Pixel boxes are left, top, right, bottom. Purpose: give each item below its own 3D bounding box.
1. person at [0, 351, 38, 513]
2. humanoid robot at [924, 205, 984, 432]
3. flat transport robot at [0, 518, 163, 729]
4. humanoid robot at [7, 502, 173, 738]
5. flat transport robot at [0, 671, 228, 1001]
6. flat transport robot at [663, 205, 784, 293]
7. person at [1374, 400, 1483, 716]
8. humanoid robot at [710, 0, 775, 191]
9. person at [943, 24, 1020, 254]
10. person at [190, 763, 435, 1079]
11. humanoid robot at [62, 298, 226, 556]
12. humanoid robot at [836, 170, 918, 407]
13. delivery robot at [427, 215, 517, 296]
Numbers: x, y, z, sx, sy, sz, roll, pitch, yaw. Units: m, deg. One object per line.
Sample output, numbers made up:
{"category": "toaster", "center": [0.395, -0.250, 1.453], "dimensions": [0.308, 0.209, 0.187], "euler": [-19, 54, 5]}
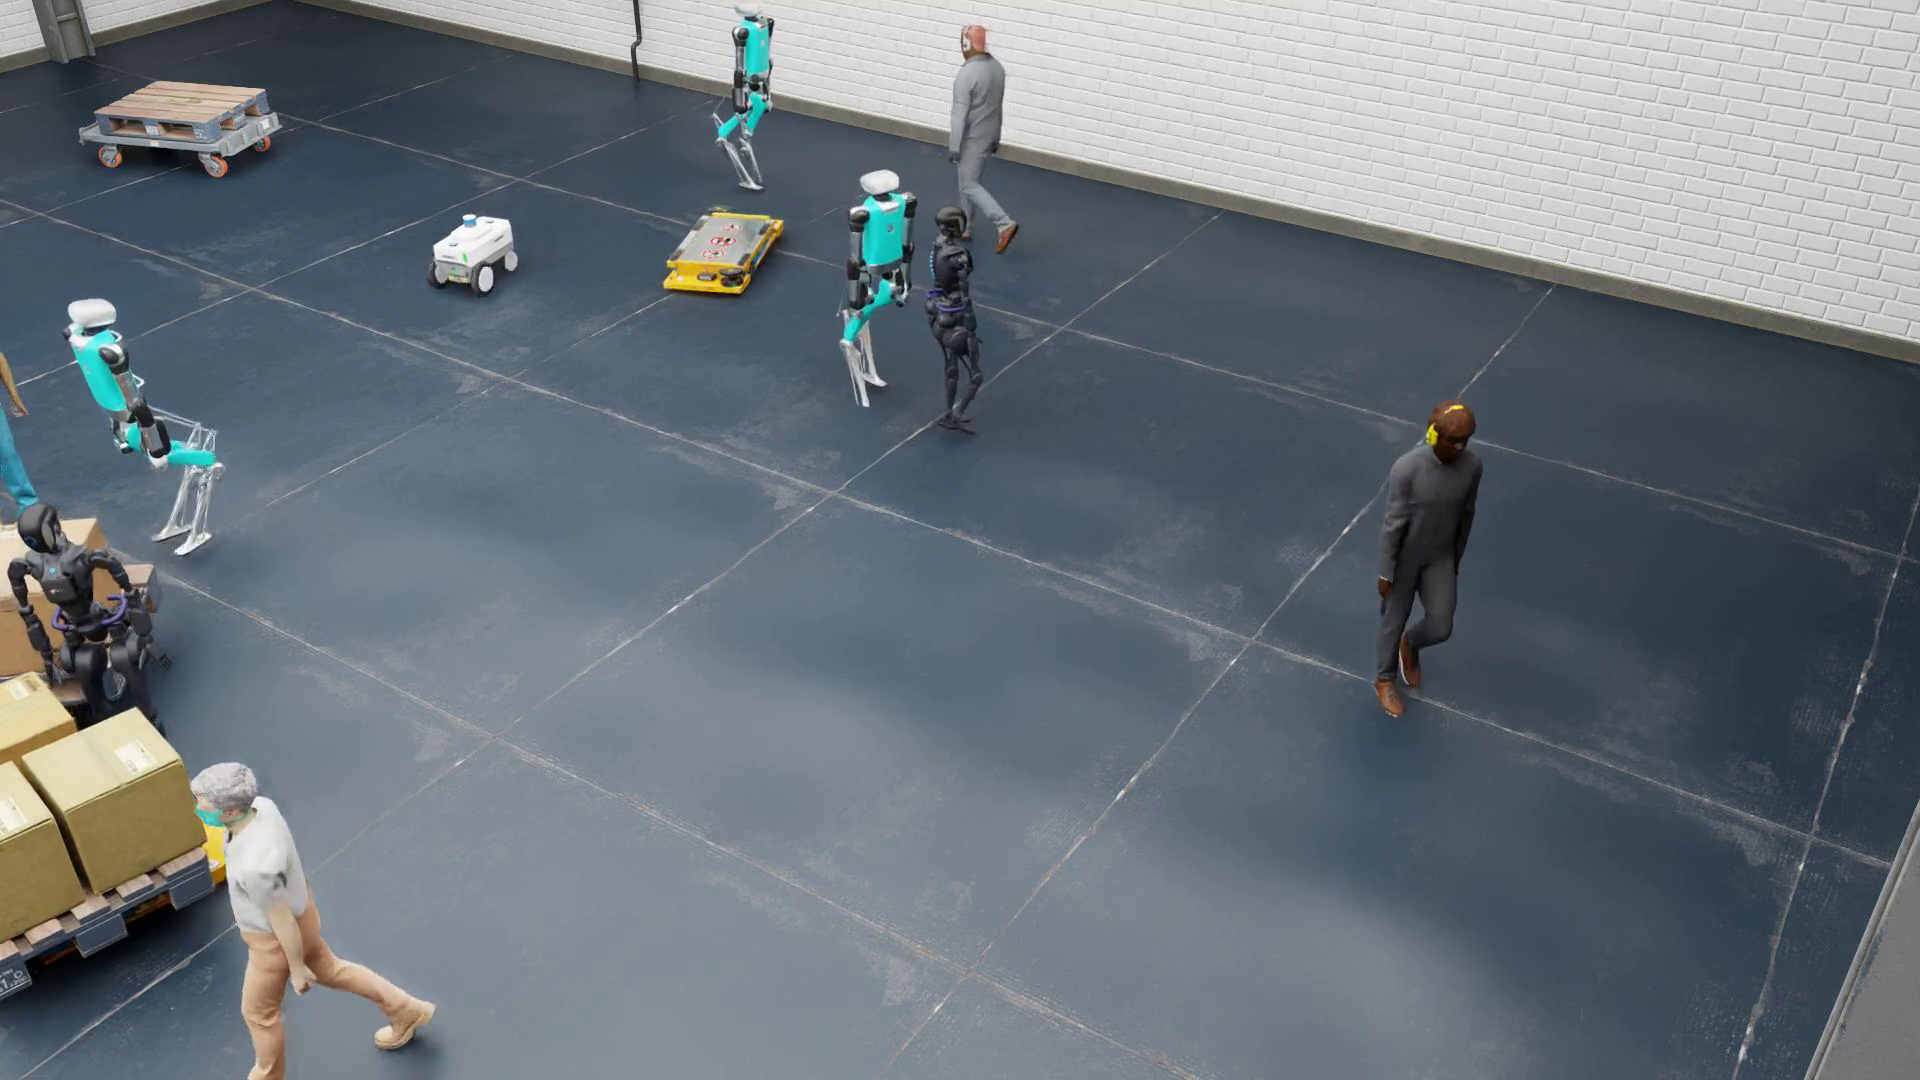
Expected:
{"category": "person", "center": [-6.017, -0.822, 10.083], "dimensions": [0.405, 1.840, 0.572], "euler": [26, 41, 34]}
{"category": "humanoid robot", "center": [-0.055, -1.505, 11.297], "dimensions": [0.344, 1.652, 0.603], "euler": [-14, 35, -20]}
{"category": "flat transport robot", "center": [-5.087, 0.722, 9.133], "dimensions": [0.659, 0.231, 1.431], "euler": [-5, 33, -8]}
{"category": "humanoid robot", "center": [-4.232, 0.488, 8.211], "dimensions": [0.608, 1.642, 0.426], "euler": [-4, 33, -7]}
{"category": "flat transport robot", "center": [-4.135, 1.637, 7.709], "dimensions": [1.431, 0.231, 0.659], "euler": [-28, 42, -36]}
{"category": "flat transport robot", "center": [-1.987, -2.463, 14.089], "dimensions": [0.659, 0.231, 1.431], "euler": [5, 33, 8]}
{"category": "person", "center": [2.401, 0.103, 8.627], "dimensions": [0.518, 1.857, 0.425], "euler": [-3, 33, -4]}
{"category": "humanoid robot", "center": [-2.021, -4.015, 15.185], "dimensions": [0.663, 1.836, 0.540], "euler": [16, 36, 23]}
{"category": "person", "center": [0.200, -3.372, 14.033], "dimensions": [0.757, 1.867, 0.689], "euler": [16, 36, 24]}
{"category": "person", "center": [-2.628, 1.512, 6.567], "dimensions": [0.853, 1.718, 0.479], "euler": [-10, 34, -16]}
{"category": "humanoid robot", "center": [-4.743, -0.721, 9.897], "dimensions": [0.533, 1.676, 0.735], "euler": [23, 39, 31]}
{"category": "humanoid robot", "center": [-0.674, -1.794, 11.705], "dimensions": [0.530, 1.789, 0.779], "euler": [-23, 39, -31]}
{"category": "delivery robot", "center": [-4.002, -2.363, 13.684], "dimensions": [0.499, 0.612, 0.814], "euler": [11, 34, 17]}
